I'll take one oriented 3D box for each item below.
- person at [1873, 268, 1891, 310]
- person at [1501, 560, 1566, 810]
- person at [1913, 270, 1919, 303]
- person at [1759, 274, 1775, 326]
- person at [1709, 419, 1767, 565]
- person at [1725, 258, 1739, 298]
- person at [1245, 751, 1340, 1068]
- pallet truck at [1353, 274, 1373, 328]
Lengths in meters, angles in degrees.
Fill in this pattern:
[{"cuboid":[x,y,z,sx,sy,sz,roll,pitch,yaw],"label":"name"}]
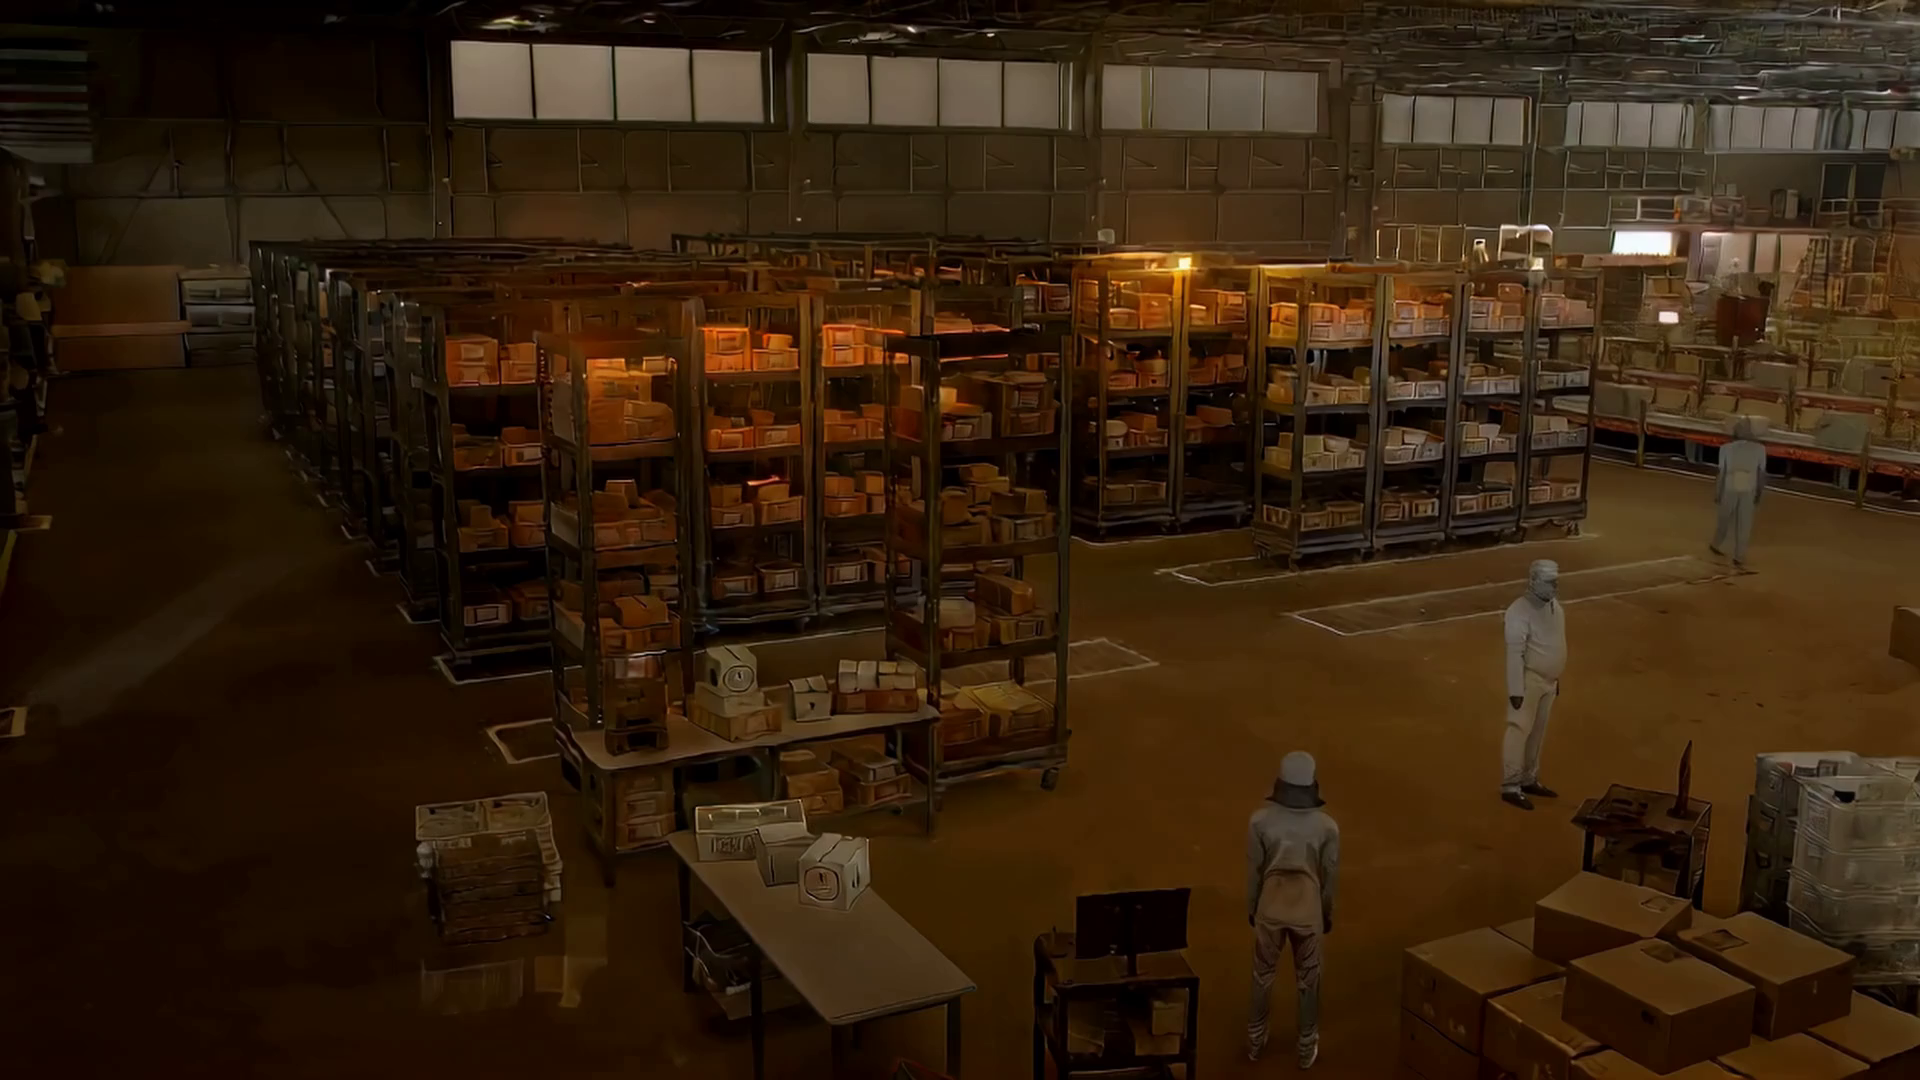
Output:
[{"cuboid":[33.116,-8.901,59.788,0.526,1.761,0.333,7,14,29],"label":"person"},{"cuboid":[4.407,1.085,12.718,0.641,1.913,0.407,-11,16,-41],"label":"person"},{"cuboid":[38.657,-10.437,66.620,0.583,1.908,0.464,-7,14,-30],"label":"person"},{"cuboid":[26.356,-7.772,54.345,0.536,1.836,0.934,2,12,11],"label":"person"},{"cuboid":[9.814,-0.634,21.003,0.588,1.805,0.906,3,12,13],"label":"person"},{"cuboid":[30.297,-10.137,65.291,0.581,1.880,0.479,-3,12,-14],"label":"person"},{"cuboid":[1.779,1.978,8.967,0.485,1.735,0.346,2,12,11],"label":"person"},{"cuboid":[13.011,-8.050,55.243,0.823,1.965,1.885,-7,14,-28],"label":"pallet truck"}]
